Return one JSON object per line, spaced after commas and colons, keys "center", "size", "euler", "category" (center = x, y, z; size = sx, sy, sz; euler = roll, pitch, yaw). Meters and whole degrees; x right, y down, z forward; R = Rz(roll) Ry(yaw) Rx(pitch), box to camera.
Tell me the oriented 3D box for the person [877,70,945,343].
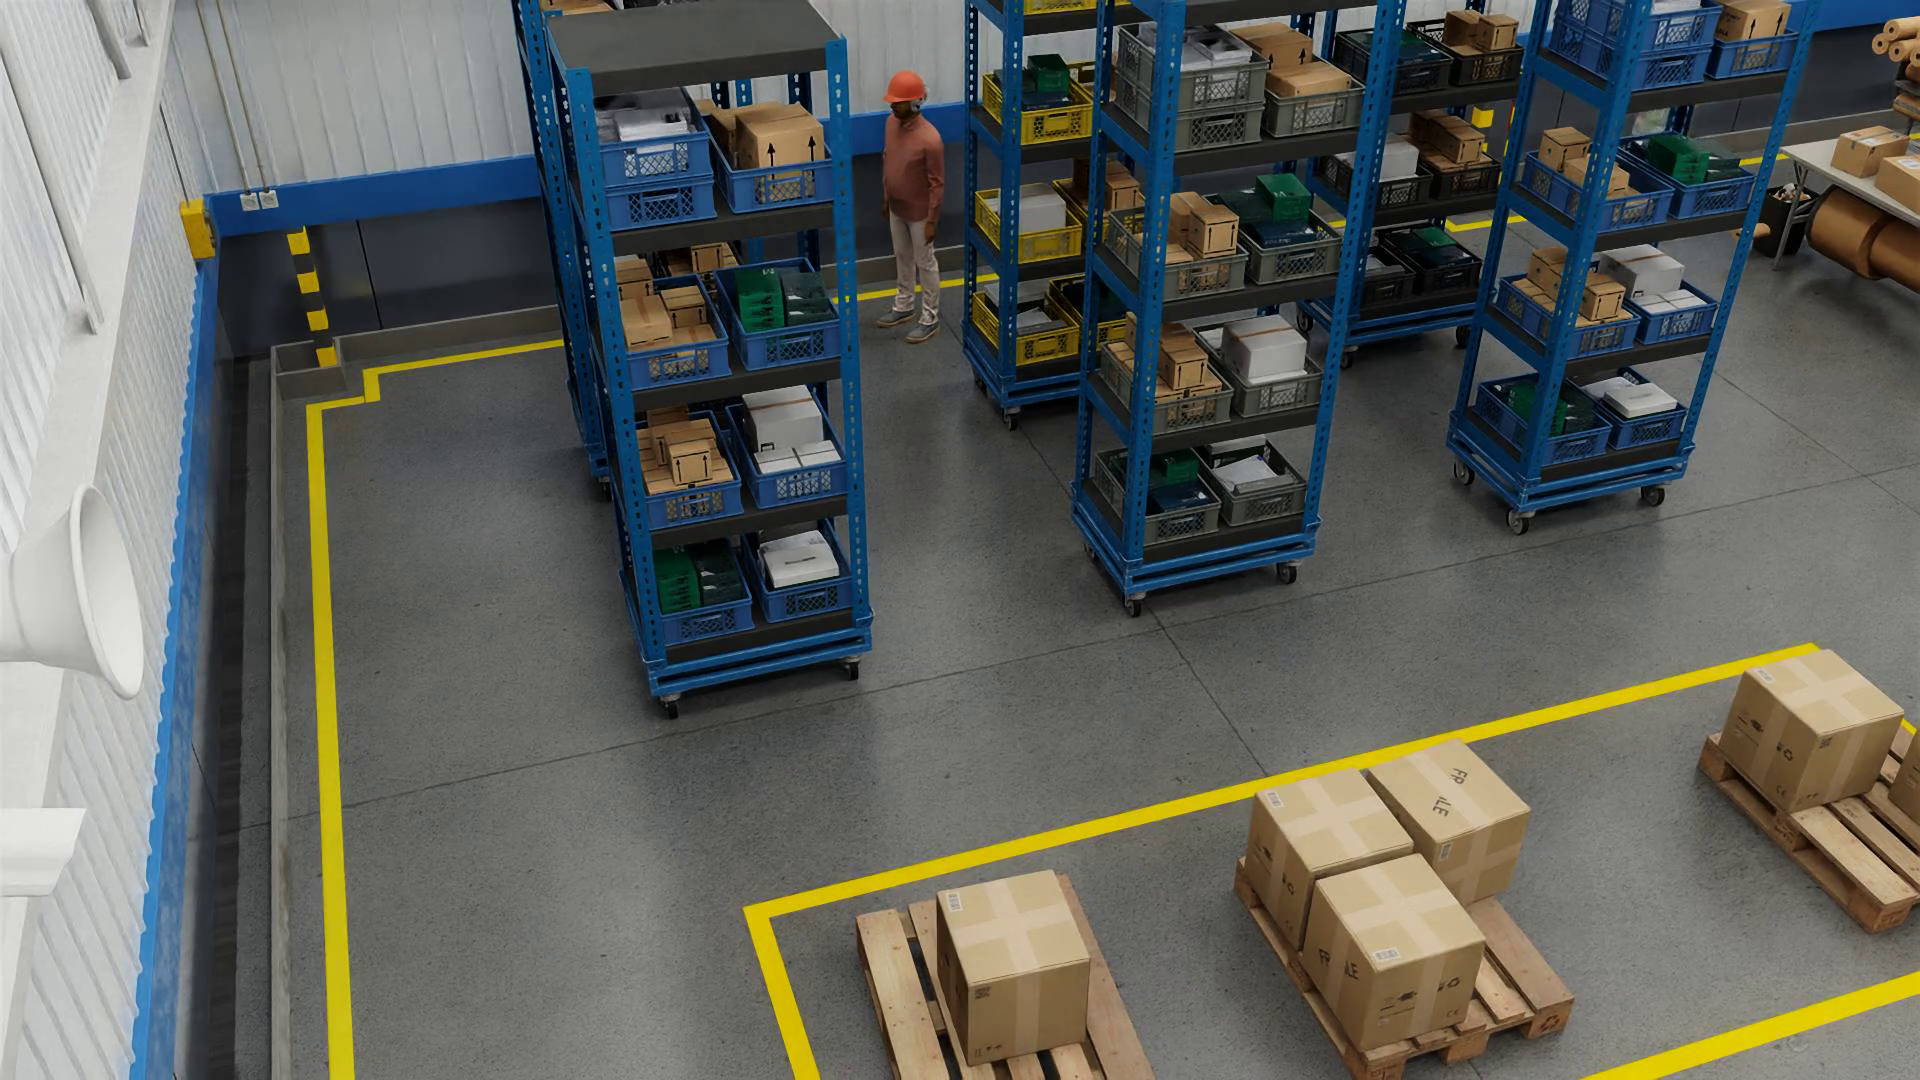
{"center": [-0.358, -2.392, 11.938], "size": [0.381, 1.994, 0.615], "euler": [-26, 43, -32], "category": "person"}
